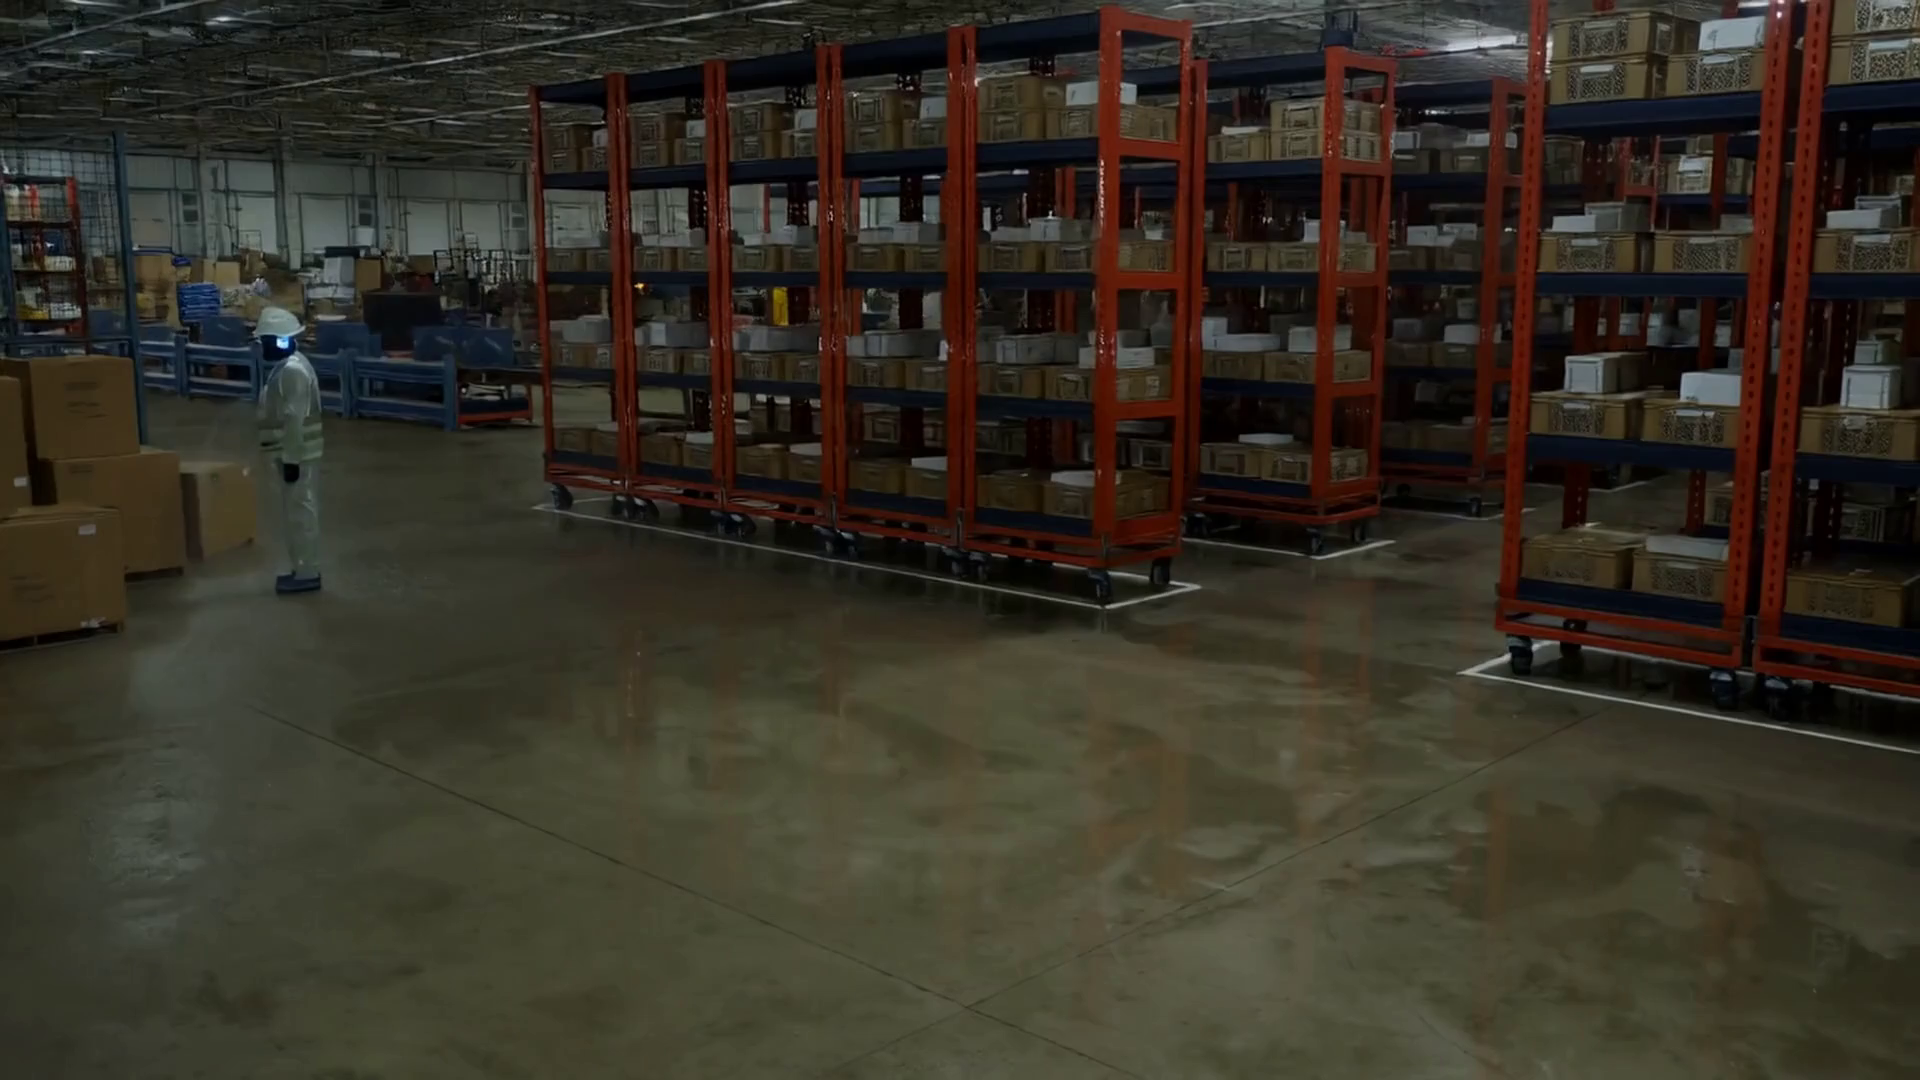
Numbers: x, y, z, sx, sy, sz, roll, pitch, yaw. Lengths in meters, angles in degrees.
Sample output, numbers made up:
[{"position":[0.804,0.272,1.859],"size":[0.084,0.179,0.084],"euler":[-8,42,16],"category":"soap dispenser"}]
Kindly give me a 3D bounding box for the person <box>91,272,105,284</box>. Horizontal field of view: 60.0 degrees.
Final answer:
[{"position":[-36.163,-10.272,69.841],"size":[0.593,1.926,0.366],"euler":[-9,13,-43],"category":"person"}]

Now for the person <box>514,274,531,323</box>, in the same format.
[{"position":[-15.803,-8.654,60.060],"size":[0.565,1.878,0.996],"euler":[-2,10,-13],"category":"person"}]

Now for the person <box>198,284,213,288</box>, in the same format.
[{"position":[-33.167,-10.785,73.091],"size":[0.633,1.906,0.951],"euler":[2,9,12],"category":"person"}]

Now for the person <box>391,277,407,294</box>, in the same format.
[{"position":[-15.597,-6.401,46.316],"size":[0.451,1.854,0.558],"euler":[6,11,34],"category":"person"}]

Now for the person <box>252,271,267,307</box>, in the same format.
[{"position":[-25.031,-8.588,59.314],"size":[0.612,1.994,0.984],"euler":[2,10,14],"category":"person"}]

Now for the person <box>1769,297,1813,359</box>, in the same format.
[{"position":[8.105,-1.521,16.555],"size":[0.871,1.812,0.571],"euler":[-7,12,-38],"category":"person"}]

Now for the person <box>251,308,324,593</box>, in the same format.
[{"position":[-4.310,-0.572,10.704],"size":[0.404,1.824,0.586],"euler":[-4,10,-25],"category":"person"}]

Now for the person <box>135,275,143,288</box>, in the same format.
[{"position":[-32.166,-9.441,65.004],"size":[0.624,1.845,0.430],"euler":[8,13,42],"category":"person"}]

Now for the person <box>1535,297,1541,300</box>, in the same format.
[{"position":[14.796,-5.719,42.867],"size":[0.351,1.614,0.548],"euler":[-2,10,-15],"category":"person"}]

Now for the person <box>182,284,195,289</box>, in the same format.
[{"position":[-30.375,-9.509,65.465],"size":[0.571,1.824,0.939],"euler":[-2,10,-14],"category":"person"}]

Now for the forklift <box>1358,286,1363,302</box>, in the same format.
[{"position":[11.100,-7.017,46.970],"size":[1.873,2.768,1.129],"euler":[9,13,43],"category":"forklift"}]

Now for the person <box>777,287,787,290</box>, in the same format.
[{"position":[-7.784,-10.753,72.781],"size":[0.614,1.941,0.851],"euler":[3,10,19],"category":"person"}]

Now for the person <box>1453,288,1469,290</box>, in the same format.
[{"position":[18.009,-8.605,59.884],"size":[0.938,1.846,0.660],"euler":[-8,12,-40],"category":"person"}]

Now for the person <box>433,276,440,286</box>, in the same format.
[{"position":[-25.935,-12.289,82.894],"size":[0.799,1.696,0.552],"euler":[-1,9,-4],"category":"person"}]

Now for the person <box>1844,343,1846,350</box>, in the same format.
[{"position":[15.128,-3.453,28.234],"size":[0.990,1.859,0.654],"euler":[6,11,33],"category":"person"}]

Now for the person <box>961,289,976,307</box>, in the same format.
[{"position":[0.249,-7.945,55.899],"size":[0.592,1.818,0.417],"euler":[-9,13,-42],"category":"person"}]

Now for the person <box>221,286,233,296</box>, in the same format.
[{"position":[-19.599,-6.033,44.379],"size":[0.537,1.746,0.383],"euler":[3,10,18],"category":"person"}]
